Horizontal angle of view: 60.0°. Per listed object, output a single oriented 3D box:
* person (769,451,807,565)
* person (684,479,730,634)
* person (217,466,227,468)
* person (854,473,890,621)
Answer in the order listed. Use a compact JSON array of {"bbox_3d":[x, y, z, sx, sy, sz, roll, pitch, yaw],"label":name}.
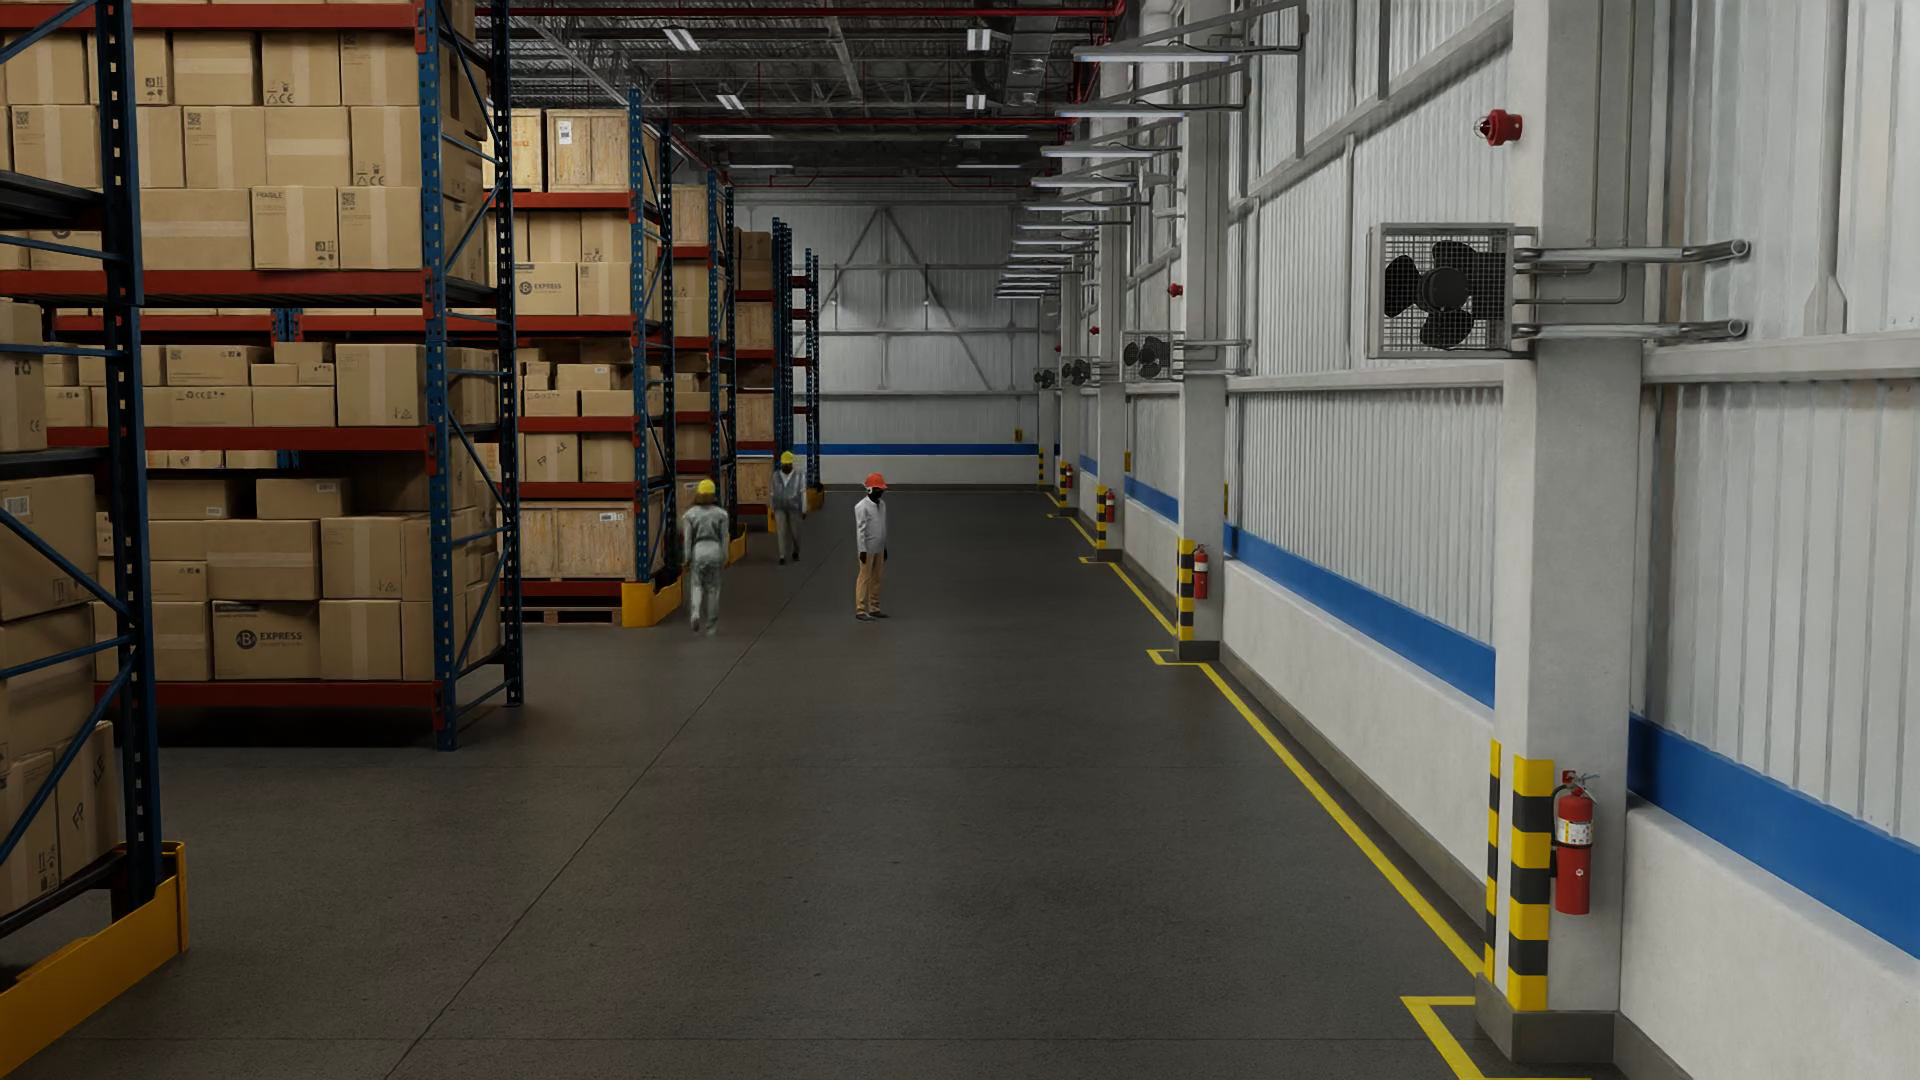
[{"bbox_3d":[-2.692,-0.513,26.135,0.595,1.802,0.747,0,5,3],"label":"person"},{"bbox_3d":[-2.785,0.186,18.365,0.491,1.729,0.403,0,5,0],"label":"person"},{"bbox_3d":[-7.231,0.250,16.371,0.618,1.945,0.394,-3,6,-35],"label":"person"},{"bbox_3d":[-1.008,0.080,19.544,0.353,1.742,0.563,3,6,31],"label":"person"}]
